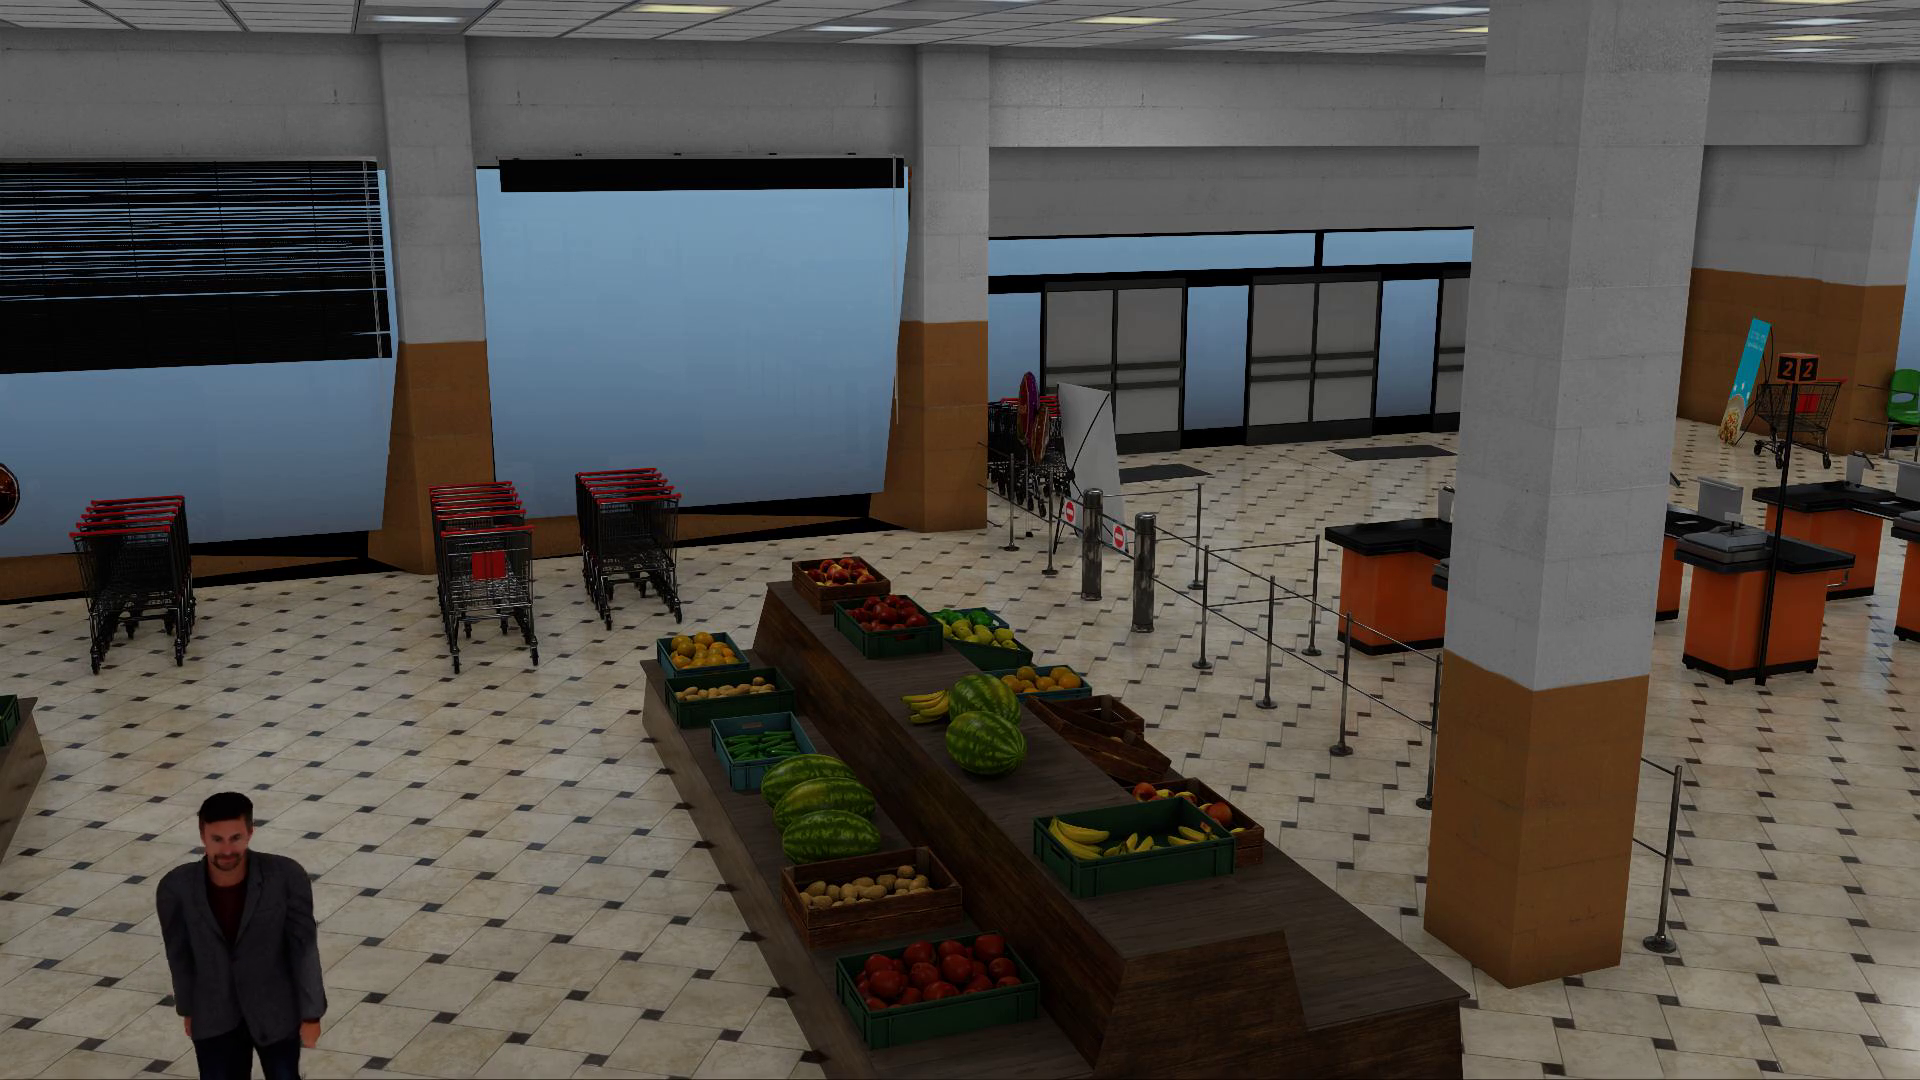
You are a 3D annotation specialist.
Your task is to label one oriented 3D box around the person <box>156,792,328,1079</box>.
[{"bbox_3d":[-2.662,1.772,6.249,0.679,1.809,1.229,-5,14,-19],"label":"person"}]
